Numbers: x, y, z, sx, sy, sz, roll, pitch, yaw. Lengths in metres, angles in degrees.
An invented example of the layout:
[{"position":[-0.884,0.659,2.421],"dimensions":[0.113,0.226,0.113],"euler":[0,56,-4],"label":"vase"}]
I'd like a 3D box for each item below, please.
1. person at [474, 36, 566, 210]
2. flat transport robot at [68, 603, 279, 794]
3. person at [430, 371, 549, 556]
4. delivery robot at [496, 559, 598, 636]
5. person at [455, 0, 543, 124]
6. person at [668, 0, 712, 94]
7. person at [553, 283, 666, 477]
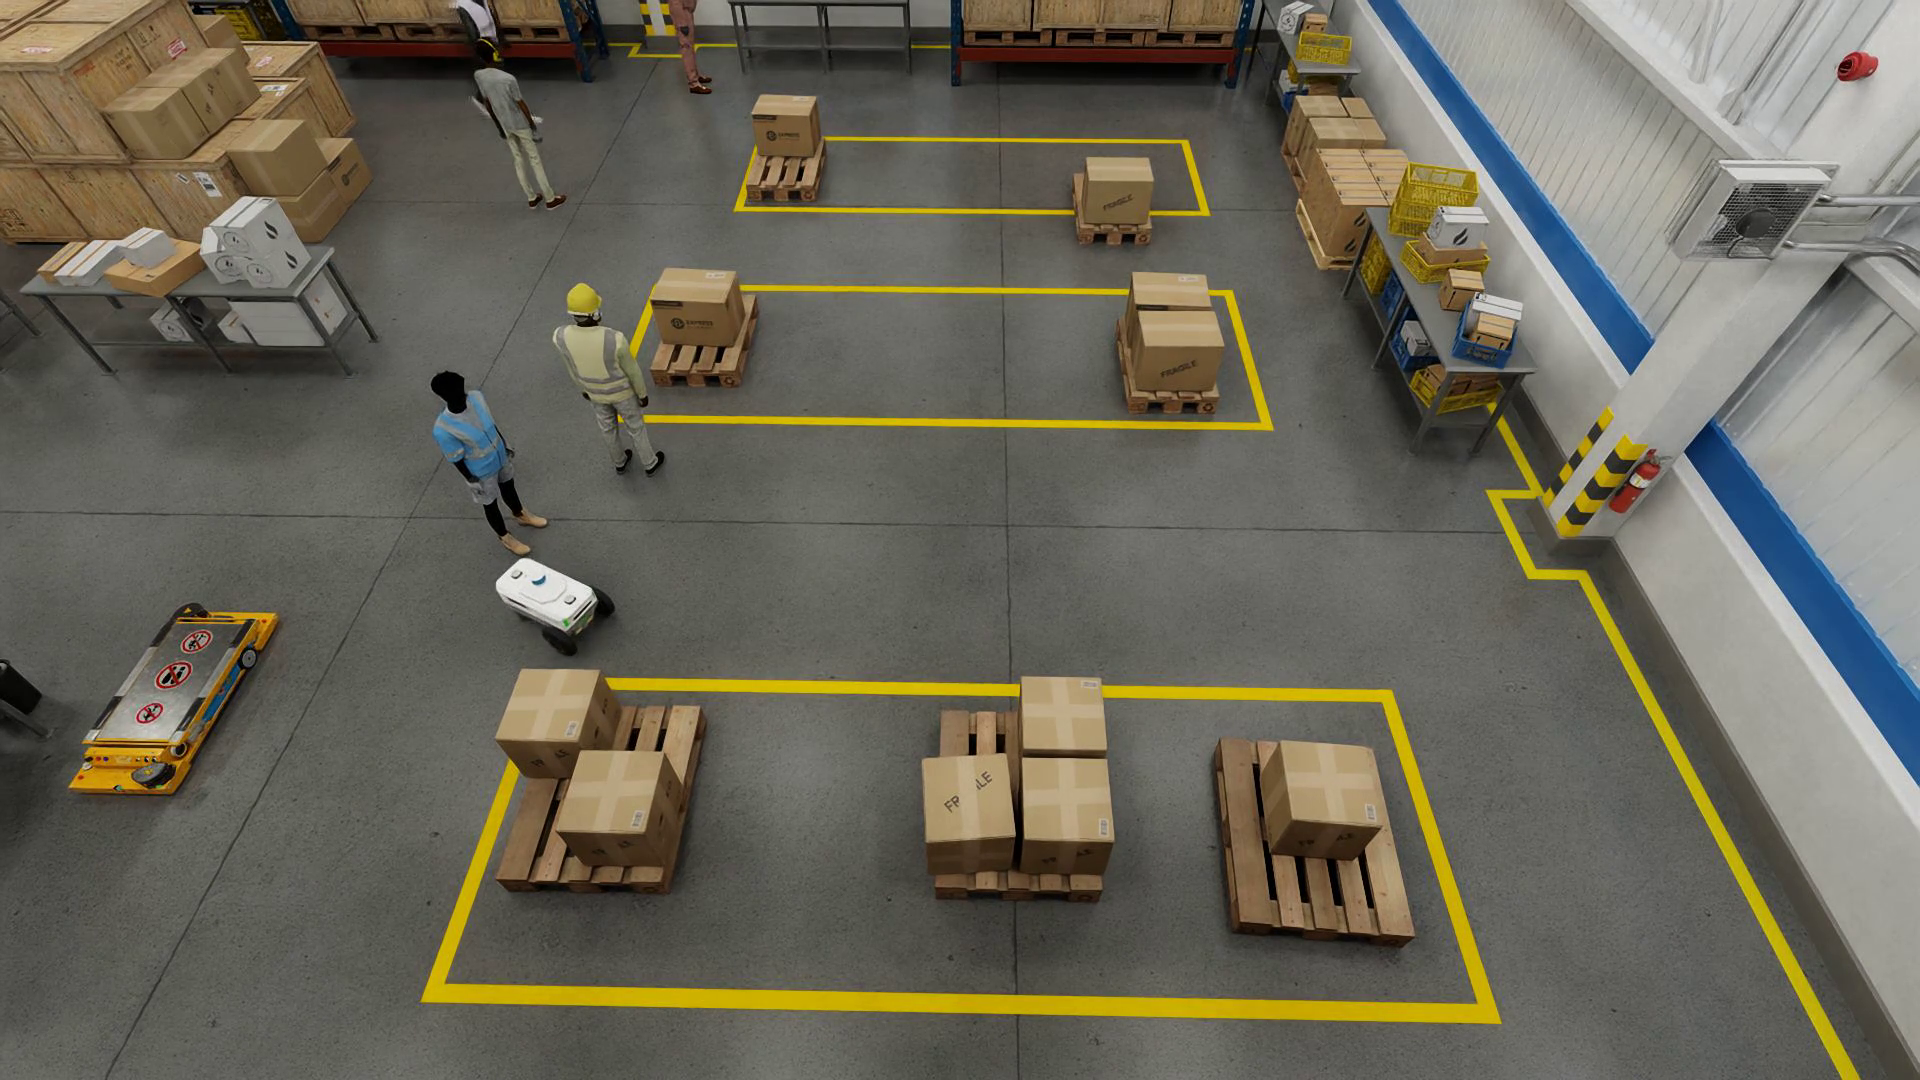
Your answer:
[{"position":[-4.936,-4.604,10.202],"dimensions":[0.513,1.876,0.328],"euler":[8,50,7],"label":"person"},{"position":[-5.504,1.072,6.442],"dimensions":[0.652,0.197,1.431],"euler":[1,50,1],"label":"flat transport robot"},{"position":[-3.575,-0.585,6.915],"dimensions":[0.322,1.696,0.530],"euler":[10,50,8],"label":"person"},{"position":[-3.044,0.408,6.760],"dimensions":[0.707,0.478,0.477],"euler":[21,53,17],"label":"delivery robot"},{"position":[-6.019,-6.246,11.584],"dimensions":[0.836,1.889,0.594],"euler":[0,50,0],"label":"person"},{"position":[-3.665,-6.999,12.208],"dimensions":[0.408,1.908,0.643],"euler":[-7,50,-6],"label":"person"},{"position":[-2.806,-1.242,7.391],"dimensions":[0.593,1.827,0.403],"euler":[4,50,4],"label":"person"}]
